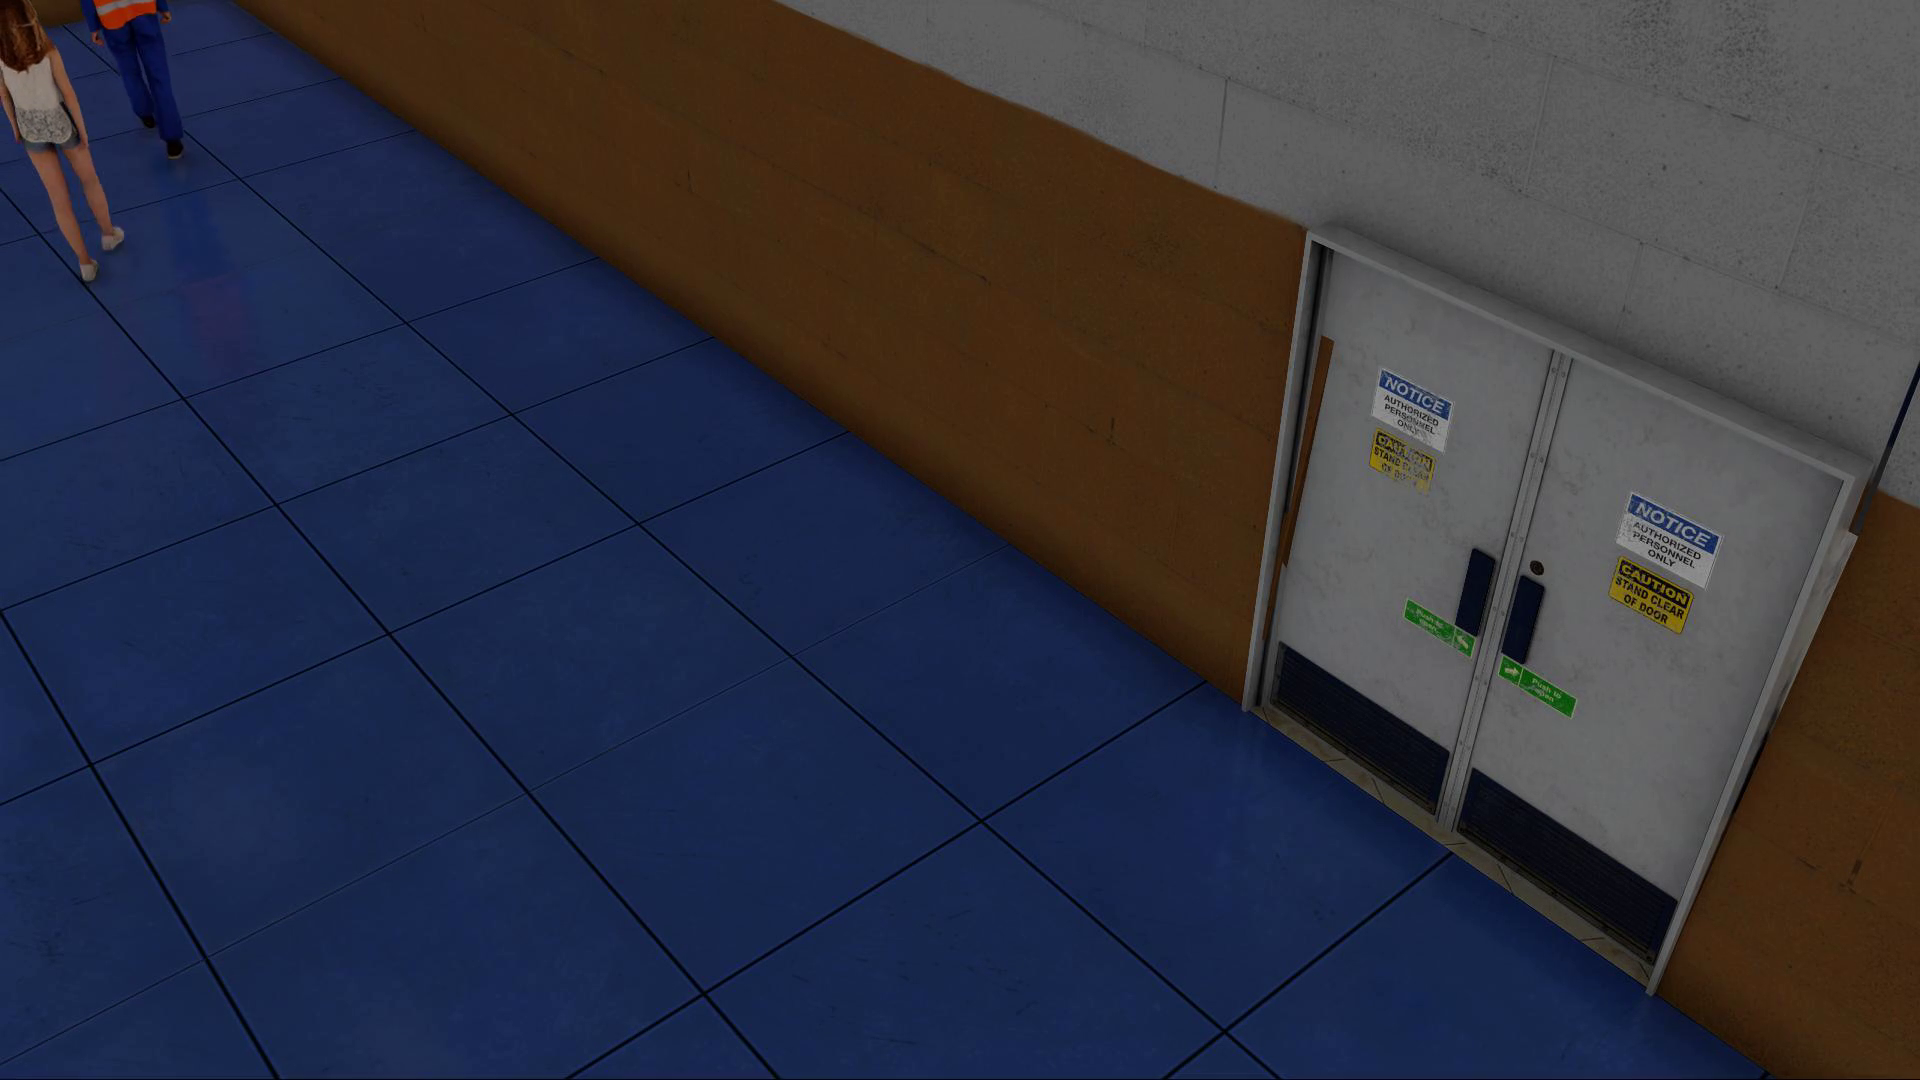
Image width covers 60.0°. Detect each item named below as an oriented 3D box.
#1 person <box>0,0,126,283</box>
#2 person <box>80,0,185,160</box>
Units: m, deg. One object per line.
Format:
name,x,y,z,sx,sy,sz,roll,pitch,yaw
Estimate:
person,-5.470,-2.374,9.989,0.892,1.737,0.849,-12,38,-15
person,-5.696,-3.520,11.454,1.226,1.812,0.942,-17,40,-22
